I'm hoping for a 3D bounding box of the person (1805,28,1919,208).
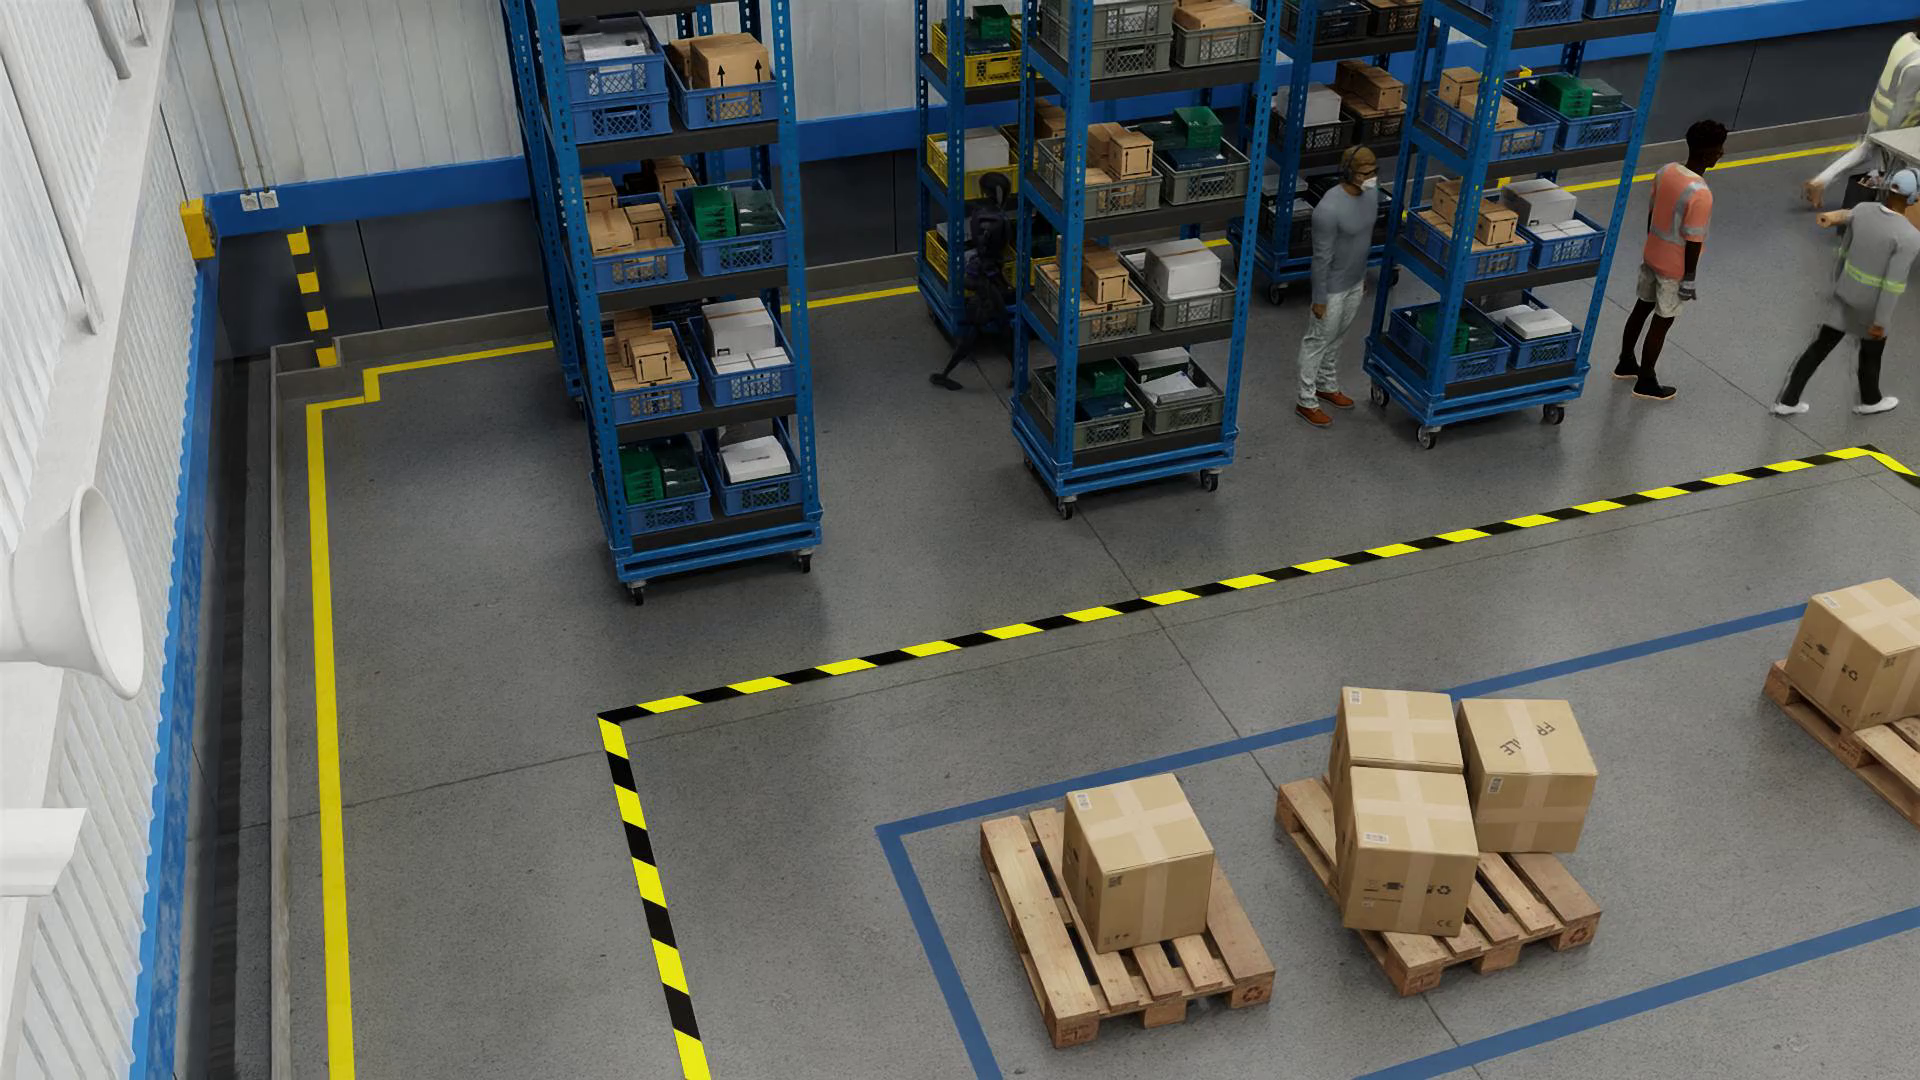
[{"bbox_3d":[7.619,-3.489,13.672,0.813,1.800,0.662,8,36,11],"label":"person"}]

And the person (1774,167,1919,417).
[{"bbox_3d":[6.026,-1.623,11.024,0.880,1.805,0.609,-11,37,-15],"label":"person"}]

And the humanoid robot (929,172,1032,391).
[{"bbox_3d":[0.183,-1.729,11.328,0.793,1.626,0.611,8,36,11],"label":"humanoid robot"}]

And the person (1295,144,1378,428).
[{"bbox_3d":[2.512,-1.688,11.001,0.372,1.940,0.630,27,43,33],"label":"person"}]

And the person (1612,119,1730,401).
[{"bbox_3d":[4.824,-1.895,11.270,0.368,1.966,0.602,-4,35,-6],"label":"person"}]
